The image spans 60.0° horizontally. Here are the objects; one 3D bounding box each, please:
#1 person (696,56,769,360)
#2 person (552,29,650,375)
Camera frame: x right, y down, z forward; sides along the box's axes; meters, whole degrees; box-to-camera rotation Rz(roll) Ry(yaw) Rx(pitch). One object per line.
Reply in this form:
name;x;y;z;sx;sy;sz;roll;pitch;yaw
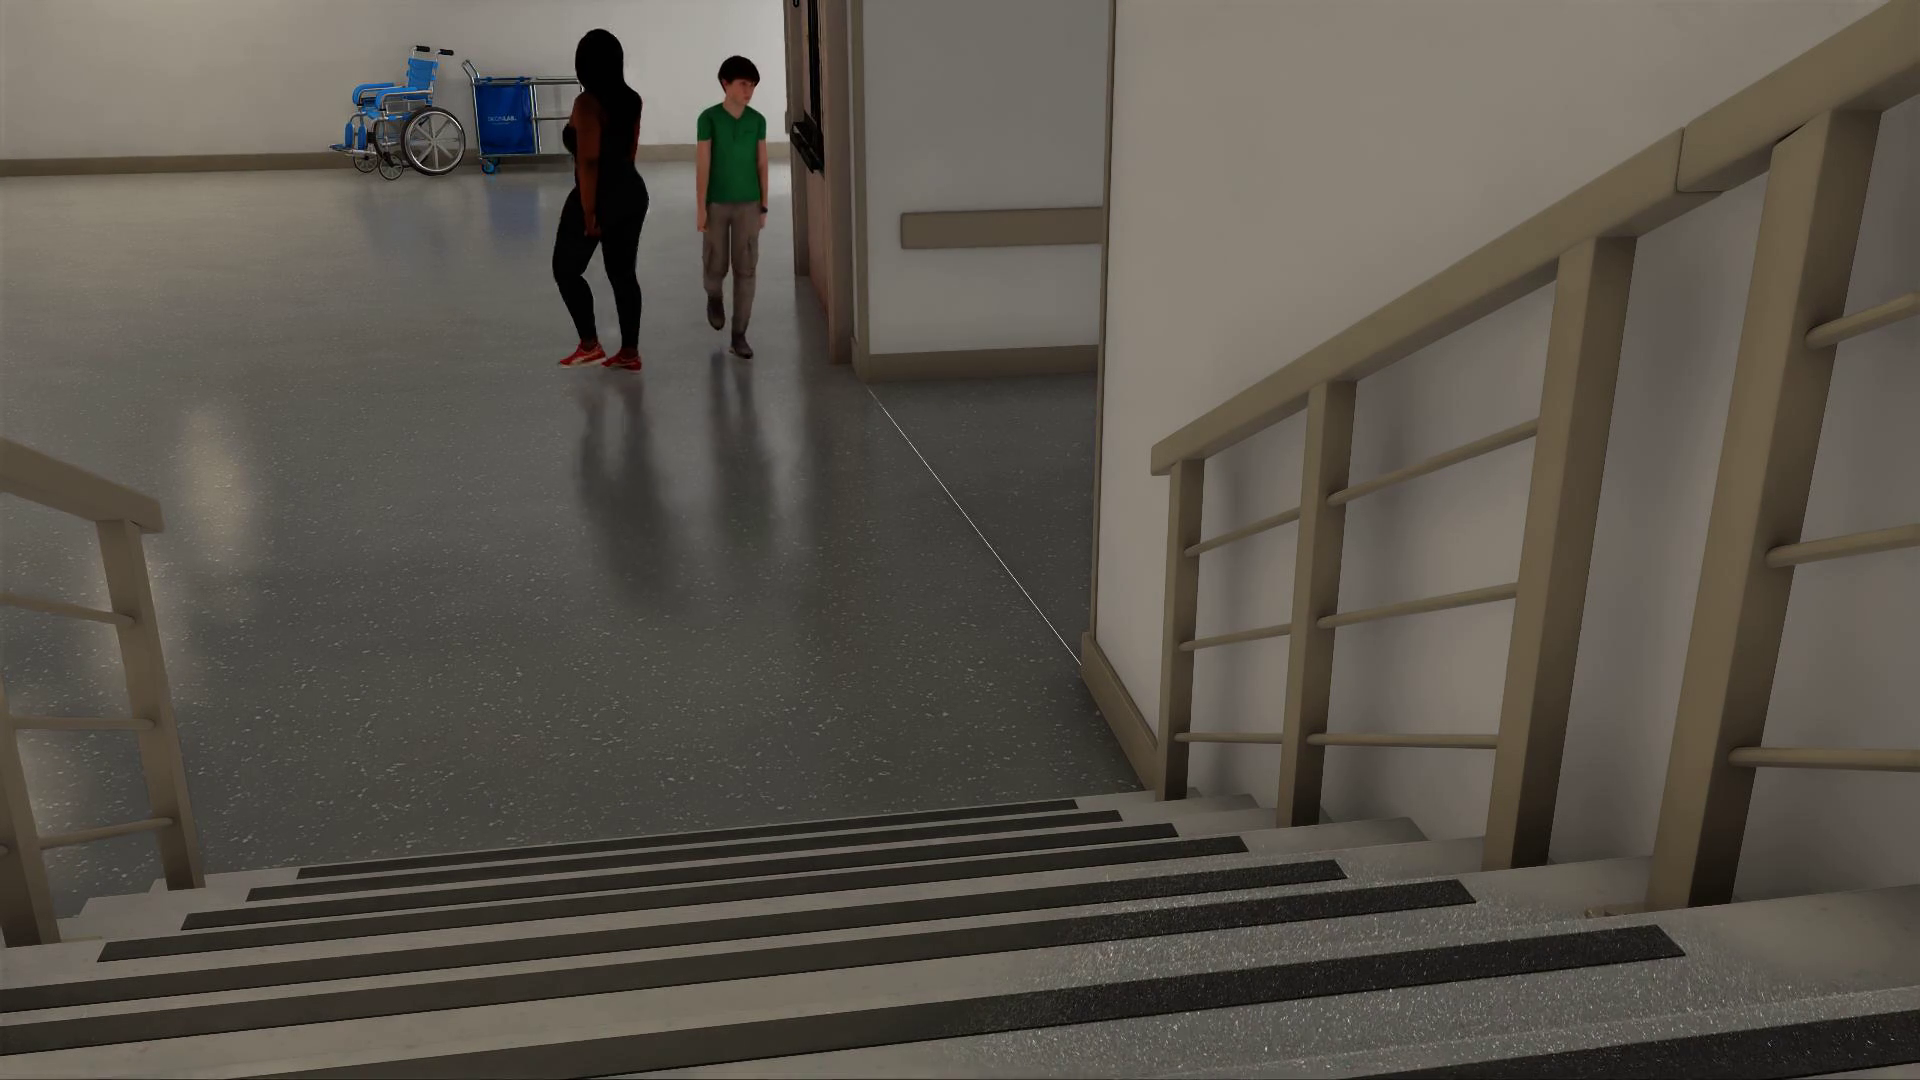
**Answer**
person;-1.306;-1.869;9.339;0.685;1.631;0.992;-7;22;-17
person;-1.794;-1.759;8.823;0.888;1.792;0.823;11;24;28
